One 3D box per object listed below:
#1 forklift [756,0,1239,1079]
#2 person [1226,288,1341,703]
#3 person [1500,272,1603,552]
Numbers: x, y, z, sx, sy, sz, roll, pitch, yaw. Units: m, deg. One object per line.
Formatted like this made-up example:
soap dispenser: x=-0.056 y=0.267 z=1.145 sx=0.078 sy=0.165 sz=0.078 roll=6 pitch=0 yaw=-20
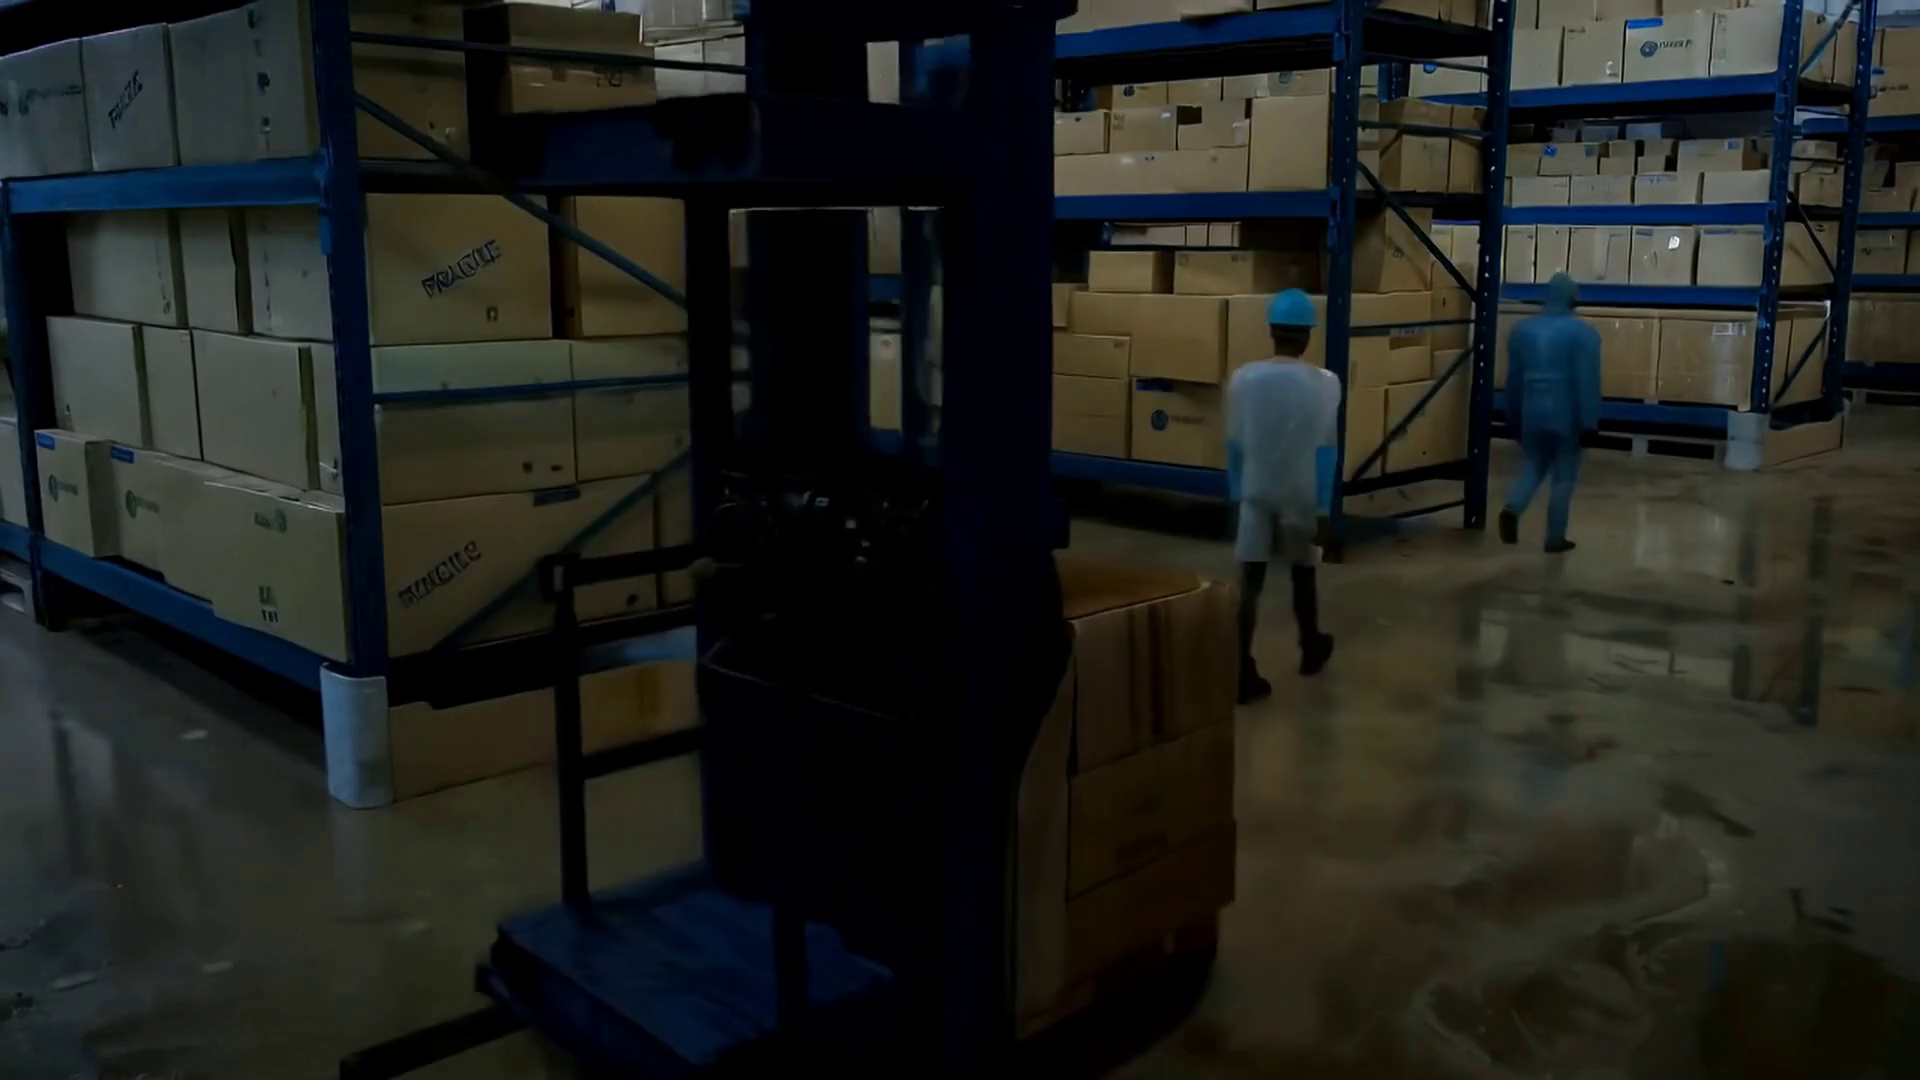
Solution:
forklift: x=-0.128 y=-0.155 z=4.698 sx=1.873 sy=2.768 sz=1.129 roll=-10 pitch=14 yaw=-44
person: x=1.513 y=-0.225 z=7.795 sx=0.567 sy=1.882 sz=0.978 roll=6 pitch=12 yaw=30
person: x=3.943 y=-0.835 z=11.121 sx=0.522 sy=1.891 sz=0.646 roll=-9 pitch=14 yaw=-42
